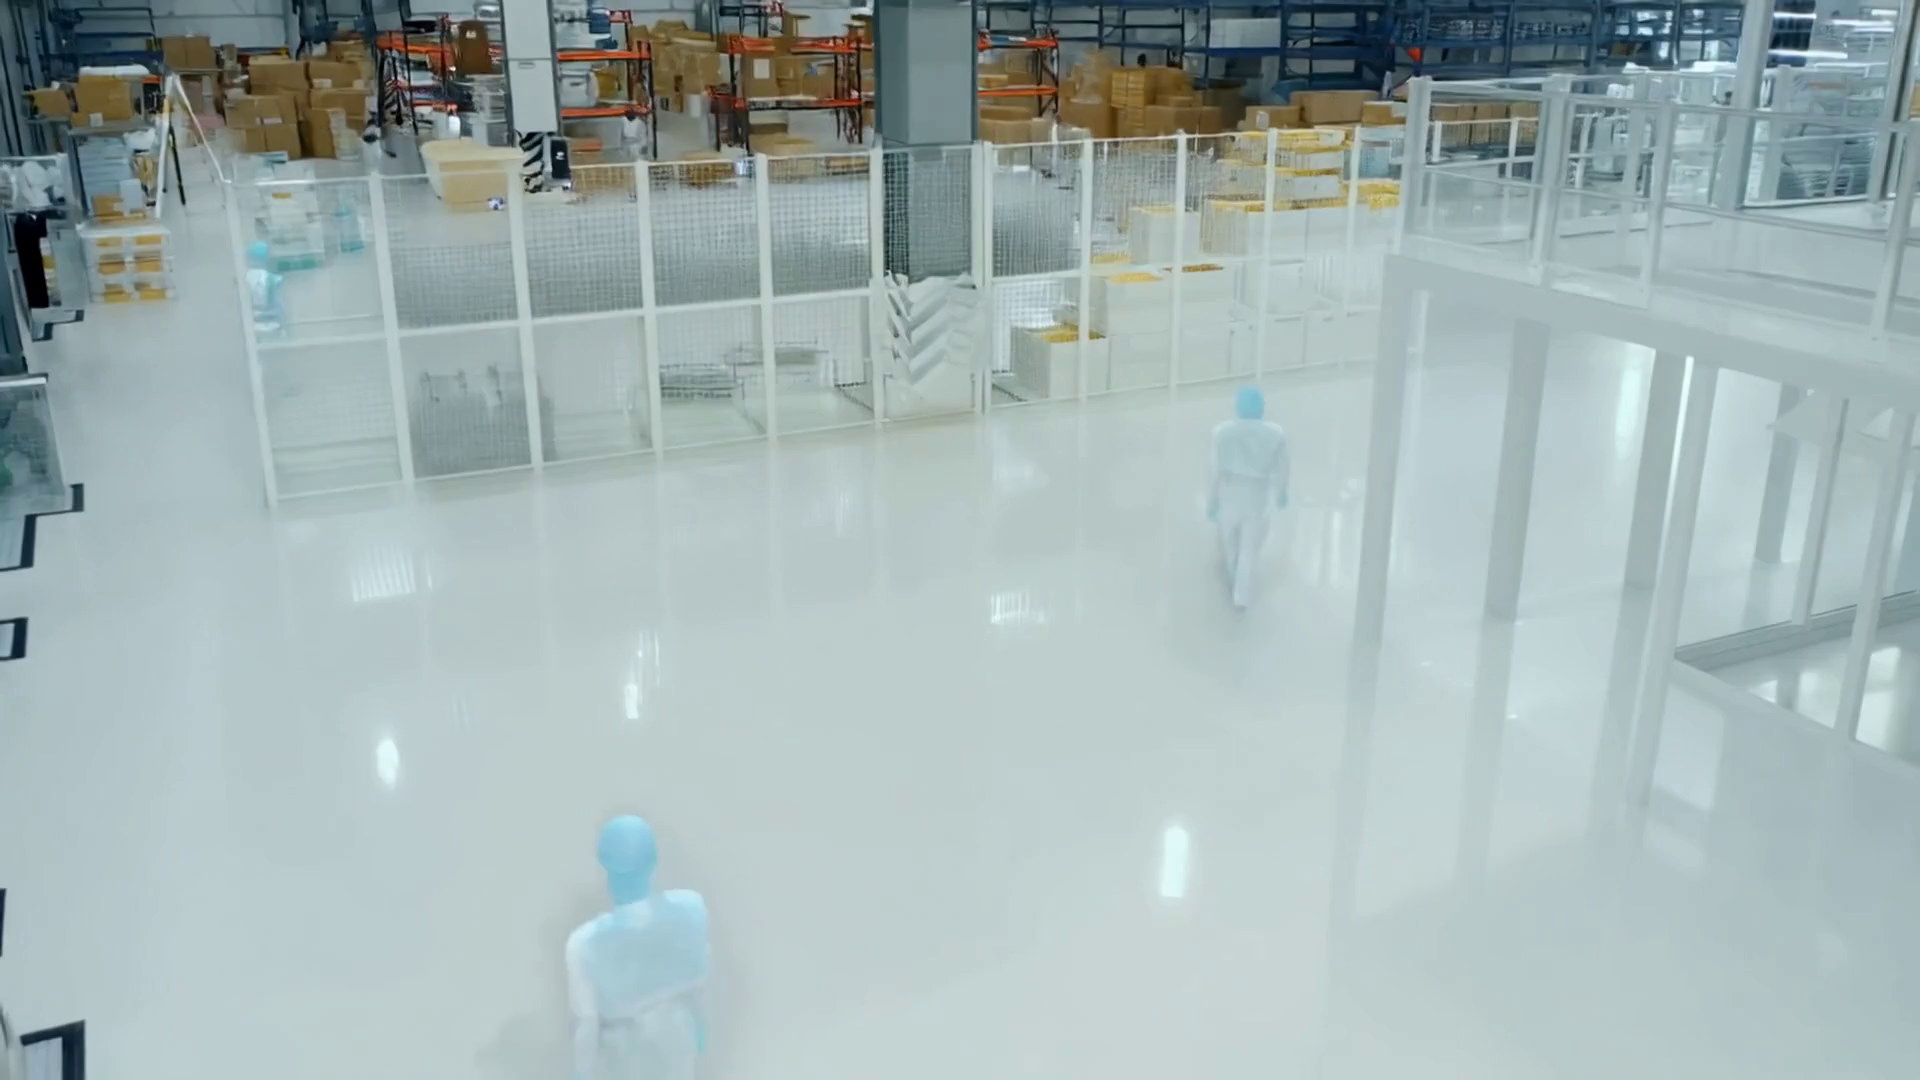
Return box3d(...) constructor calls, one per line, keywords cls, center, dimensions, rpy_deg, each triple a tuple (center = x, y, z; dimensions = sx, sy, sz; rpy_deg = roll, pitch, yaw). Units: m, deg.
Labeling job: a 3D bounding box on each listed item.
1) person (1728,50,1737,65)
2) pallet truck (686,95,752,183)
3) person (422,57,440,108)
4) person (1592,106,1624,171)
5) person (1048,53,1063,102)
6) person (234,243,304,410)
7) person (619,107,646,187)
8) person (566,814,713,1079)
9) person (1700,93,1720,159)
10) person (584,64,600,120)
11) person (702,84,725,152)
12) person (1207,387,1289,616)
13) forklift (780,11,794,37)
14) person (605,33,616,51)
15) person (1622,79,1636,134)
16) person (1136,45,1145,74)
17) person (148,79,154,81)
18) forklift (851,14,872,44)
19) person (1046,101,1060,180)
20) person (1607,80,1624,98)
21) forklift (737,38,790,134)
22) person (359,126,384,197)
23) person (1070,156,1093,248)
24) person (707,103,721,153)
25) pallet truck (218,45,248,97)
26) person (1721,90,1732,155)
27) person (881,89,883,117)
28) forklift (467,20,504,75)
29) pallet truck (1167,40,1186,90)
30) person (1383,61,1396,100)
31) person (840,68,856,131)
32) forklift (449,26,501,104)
box3d(cls="person", center=(32.267, -19.677, 69.610), dimensions=(0.602, 1.609, 0.522), rpy_deg=(-8, 21, -23))
box3d(cls="pallet truck", center=(-5.836, -9.608, 39.856), dimensions=(0.823, 1.965, 1.885), rpy_deg=(10, 22, 27))
box3d(cls="person", center=(-18.849, -16.279, 59.392), dimensions=(0.555, 1.869, 1.031), rpy_deg=(2, 19, 5))
box3d(cls="person", center=(14.566, -8.863, 37.629), dimensions=(0.538, 2.000, 0.684), rpy_deg=(-12, 22, -31))
box3d(cls="person", center=(3.649, -17.722, 63.641), dimensions=(0.529, 1.834, 0.934), rpy_deg=(-2, 19, -7))
box3d(cls="person", center=(-8.125, -2.507, 19.448), dimensions=(0.629, 1.890, 1.018), rpy_deg=(1, 19, 2))
box3d(cls="person", center=(-7.692, -9.267, 39.155), dimensions=(0.630, 1.813, 0.835), rpy_deg=(2, 19, 6))
box3d(cls="person", center=(-1.182, 1.972, 6.429), dimensions=(0.587, 1.909, 0.800), rpy_deg=(-13, 23, -33))
box3d(cls="person", center=(19.968, -10.969, 44.150), dimensions=(0.534, 1.767, 0.314), rpy_deg=(2, 19, 6))
box3d(cls="person", center=(-12.380, -15.092, 56.029), dimensions=(0.534, 1.816, 0.480), rpy_deg=(-13, 23, -32))
box3d(cls="person", center=(-6.775, -11.609, 45.845), dimensions=(0.634, 1.883, 1.037), rpy_deg=(-16, 24, -38))
box3d(cls="person", center=(2.292, -0.335, 13.298), dimensions=(0.616, 1.796, 0.983), rpy_deg=(7, 20, 21))
box3d(cls="forklift", center=(-8.511, -24.590, 81.951), dimensions=(1.873, 2.768, 1.129), rpy_deg=(-9, 21, -25))
box3d(cls="person", center=(-16.683, -23.231, 79.441), dimensions=(0.373, 1.936, 0.627), rpy_deg=(17, 25, 40))
box3d(cls="person", center=(20.391, -13.185, 50.511), dimensions=(0.590, 1.811, 0.530), rpy_deg=(1, 19, 4))
box3d(cls="person", center=(8.093, -21.218, 74.079), dimensions=(0.631, 1.618, 0.524), rpy_deg=(-9, 21, -24))
box3d(cls="person", center=(-24.957, -13.439, 51.516), dimensions=(0.515, 1.634, 0.313), rpy_deg=(11, 22, 28))
box3d(cls="forklift", center=(-4.580, -23.072, 77.551), dimensions=(1.129, 2.768, 1.873), rpy_deg=(8, 20, 21))
box3d(cls="person", center=(2.241, -9.617, 40.097), dimensions=(0.328, 1.861, 0.503), rpy_deg=(-4, 19, -11))
box3d(cls="person", center=(20.577, -13.703, 52.210), dimensions=(0.535, 1.674, 0.683), rpy_deg=(2, 19, 5))
box3d(cls="forklift", center=(-6.117, -14.100, 51.543), dimensions=(1.129, 2.768, 1.873), rpy_deg=(-9, 21, -25))
box3d(cls="person", center=(-12.531, -7.924, 35.379), dimensions=(0.512, 1.713, 0.737), rpy_deg=(0, 19, 1))
box3d(cls="person", center=(2.084, -5.602, 28.343), dimensions=(0.379, 1.933, 0.629), rpy_deg=(9, 21, 23))
box3d(cls="person", center=(-6.169, -10.117, 41.803), dimensions=(0.322, 1.690, 0.532), rpy_deg=(-10, 21, -26))
box3d(cls="pallet truck", center=(-28.879, -18.665, 66.111), dimensions=(0.823, 1.965, 1.885), rpy_deg=(-3, 19, -9))
box3d(cls="person", center=(19.331, -10.345, 42.004), dimensions=(0.399, 1.987, 0.612), rpy_deg=(12, 22, 31))
box3d(cls="person", center=(-2.028, -12.418, 48.113), dimensions=(0.586, 1.924, 0.370), rpy_deg=(4, 19, 11))
box3d(cls="forklift", center=(-19.931, -20.154, 69.092), dimensions=(1.129, 2.768, 1.873), rpy_deg=(14, 23, 35))
box3d(cls="pallet truck", center=(9.045, -19.971, 69.895), dimensions=(0.823, 1.965, 1.885), rpy_deg=(-3, 19, -8))
box3d(cls="person", center=(14.270, -14.913, 55.298), dimensions=(0.410, 1.950, 0.639), rpy_deg=(1, 19, 3))
box3d(cls="person", center=(-3.516, -13.777, 52.061), dimensions=(0.594, 1.919, 0.388), rpy_deg=(13, 23, 33))
box3d(cls="forklift", center=(-18.105, -17.681, 61.924), dimensions=(1.873, 2.768, 1.129), rpy_deg=(13, 23, 33))
